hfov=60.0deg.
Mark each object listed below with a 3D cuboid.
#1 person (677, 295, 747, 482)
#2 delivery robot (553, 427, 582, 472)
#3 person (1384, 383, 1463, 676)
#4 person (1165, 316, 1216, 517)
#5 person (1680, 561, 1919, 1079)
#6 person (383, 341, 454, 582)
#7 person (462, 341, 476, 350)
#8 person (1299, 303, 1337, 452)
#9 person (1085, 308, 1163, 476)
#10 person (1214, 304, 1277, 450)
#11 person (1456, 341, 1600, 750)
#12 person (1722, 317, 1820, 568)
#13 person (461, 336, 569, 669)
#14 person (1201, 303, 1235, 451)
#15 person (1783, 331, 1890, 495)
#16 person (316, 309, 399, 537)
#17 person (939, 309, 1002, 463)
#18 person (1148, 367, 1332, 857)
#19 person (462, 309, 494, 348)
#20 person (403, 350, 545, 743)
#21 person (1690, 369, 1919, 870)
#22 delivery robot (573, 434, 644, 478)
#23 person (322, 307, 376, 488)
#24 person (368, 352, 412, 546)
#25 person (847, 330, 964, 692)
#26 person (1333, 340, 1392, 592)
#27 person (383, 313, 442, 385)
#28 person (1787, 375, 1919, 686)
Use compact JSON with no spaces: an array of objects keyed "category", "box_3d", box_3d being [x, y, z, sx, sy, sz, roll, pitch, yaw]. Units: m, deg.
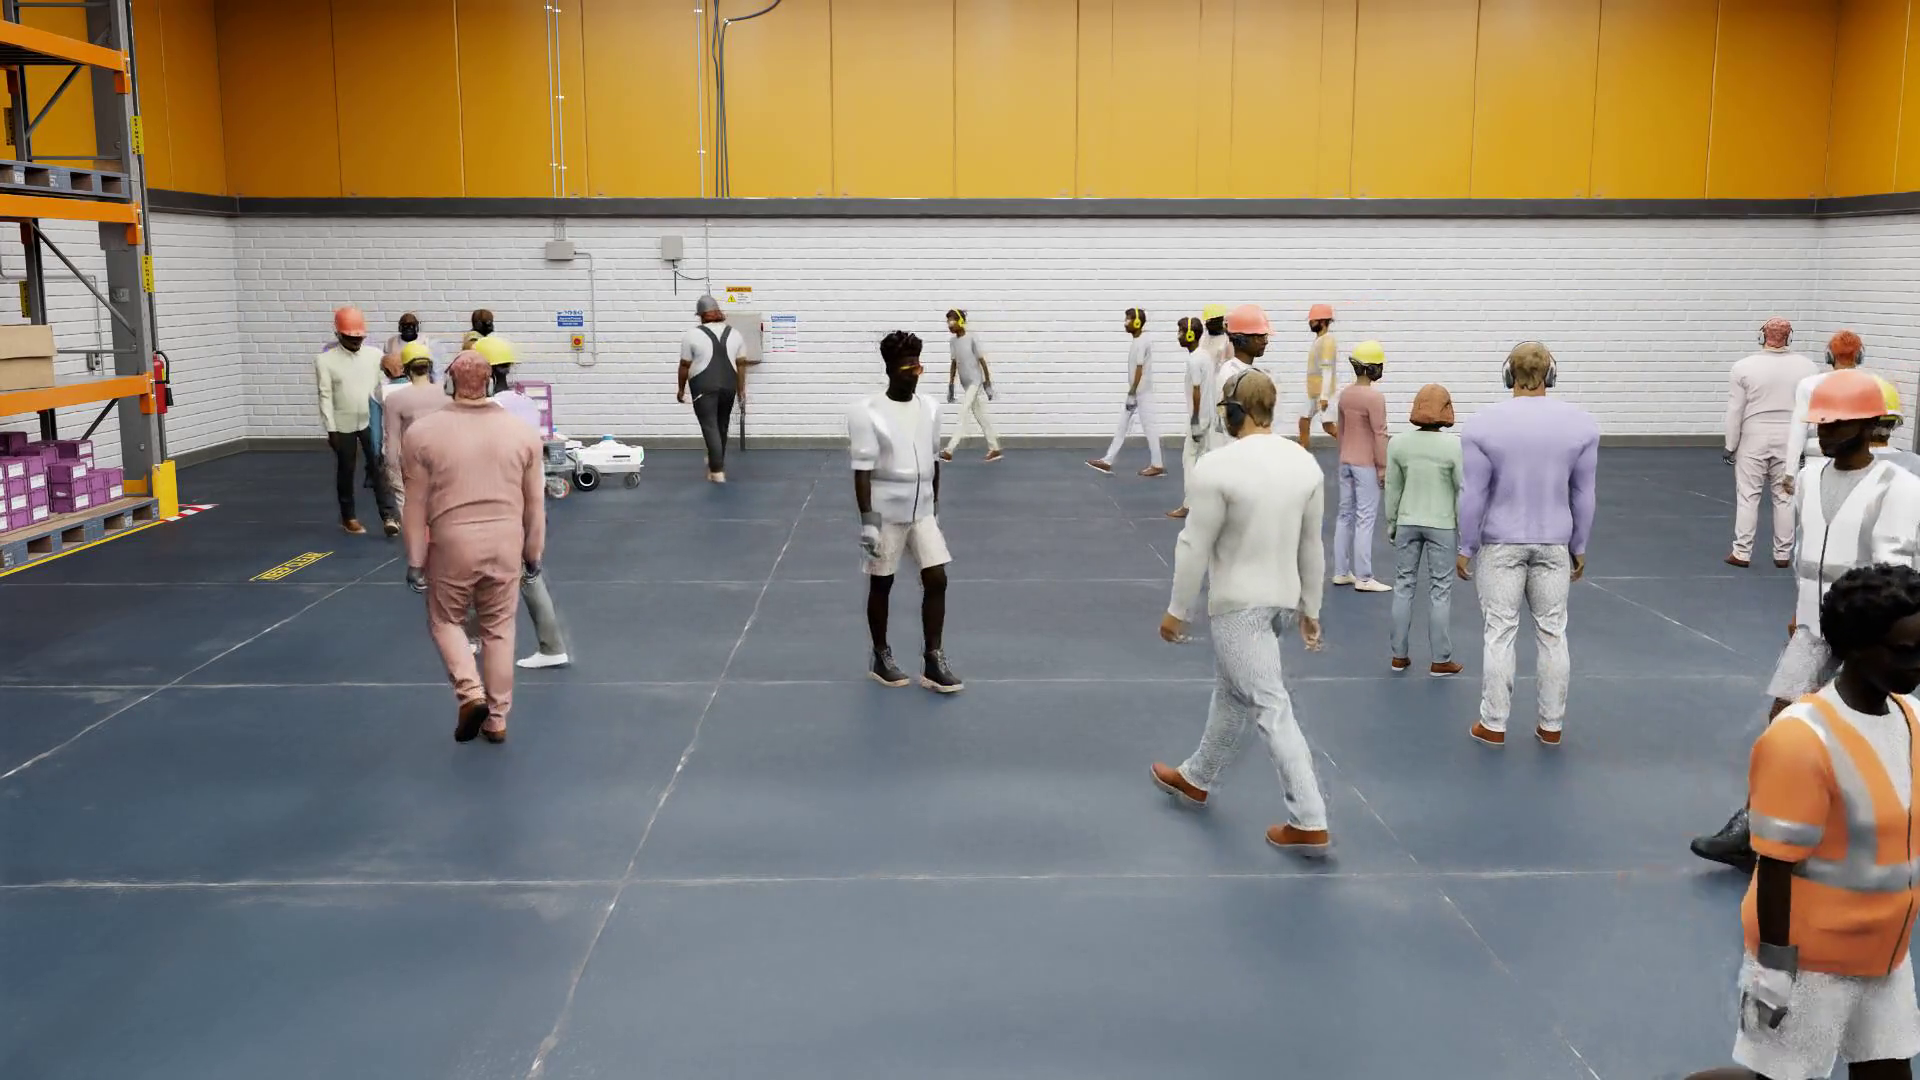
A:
[{"category":"person","box_3d":[-2.702,-1.670,17.954,0.692,2.000,1.002,-6,11,-32]},{"category":"delivery robot","box_3d":[-4.403,-0.983,17.994,0.707,0.478,0.477,9,13,43]},{"category":"person","box_3d":[2.617,-0.058,9.307,0.502,1.636,0.280,7,12,37]},{"category":"person","box_3d":[2.261,-1.101,15.073,0.684,1.845,0.535,4,10,22]},{"category":"person","box_3d":[1.833,0.848,3.658,0.545,1.671,0.709,-5,11,-30]},{"category":"person","box_3d":[-3.821,-0.538,11.875,0.559,1.747,0.412,-6,11,-31]},{"category":"person","box_3d":[-4.265,-0.948,14.774,0.289,1.633,0.498,5,11,29]},{"category":"person","box_3d":[4.015,-1.637,18.175,0.899,1.911,0.551,0,9,-2]},{"category":"person","box_3d":[1.818,-1.598,18.141,0.913,1.830,0.554,0,9,-3]},{"category":"person","box_3d":[1.823,-0.485,10.675,0.373,2.043,0.615,3,10,18]},{"category":"person","box_3d":[2.650,0.036,7.830,0.628,1.933,0.377,1,9,6]},{"category":"person","box_3d":[6.126,-0.733,12.620,0.646,1.908,0.408,1,9,9]},{"category":"person","box_3d":[-2.666,-0.205,9.441,0.969,1.875,0.611,2,9,12]},{"category":"person","box_3d":[2.768,-1.646,18.274,0.638,1.891,0.586,-3,10,-17]},{"category":"person","box_3d":[5.923,-0.482,11.258,0.621,1.839,0.923,3,10,20]},{"category":"person","box_3d":[-5.038,-0.968,13.979,0.657,1.927,1.043,-6,11,-34]},{"category":"person","box_3d":[0.085,-1.797,19.494,1.010,1.784,0.513,-6,11,-32]},{"category":"person","box_3d":[1.137,0.264,6.617,0.622,1.887,1.040,-8,12,-39]},{"category":"person","box_3d":[-5.370,-1.678,18.663,0.438,1.827,0.671,-1,9,-7]},{"category":"person","box_3d":[-2.284,0.050,7.864,0.664,1.887,0.468,-5,10,-28]},{"category":"person","box_3d":[3.187,0.328,6.129,0.953,1.889,0.562,-4,10,-23]},{"category":"delivery robot","box_3d":[-3.624,-0.847,17.163,0.707,0.478,0.477,-2,9,-13]},{"category":"person","box_3d":[-6.162,-1.418,16.907,0.558,1.887,1.031,-2,9,-10]},{"category":"person","box_3d":[-4.381,-0.684,13.198,0.564,1.609,0.604,-4,10,-21]},{"category":"person","box_3d":[-0.264,-0.133,8.832,0.618,1.934,0.794,-7,11,-36]},{"category":"person","box_3d":[2.849,-0.519,11.737,0.309,1.769,0.525,-4,10,-21]},{"category":"person","box_3d":[-6.022,-1.610,18.384,0.632,1.795,0.941,0,9,-3]},{"category":"person","box_3d":[3.704,0.235,6.900,0.587,1.835,0.403,-3,10,-17]}]
